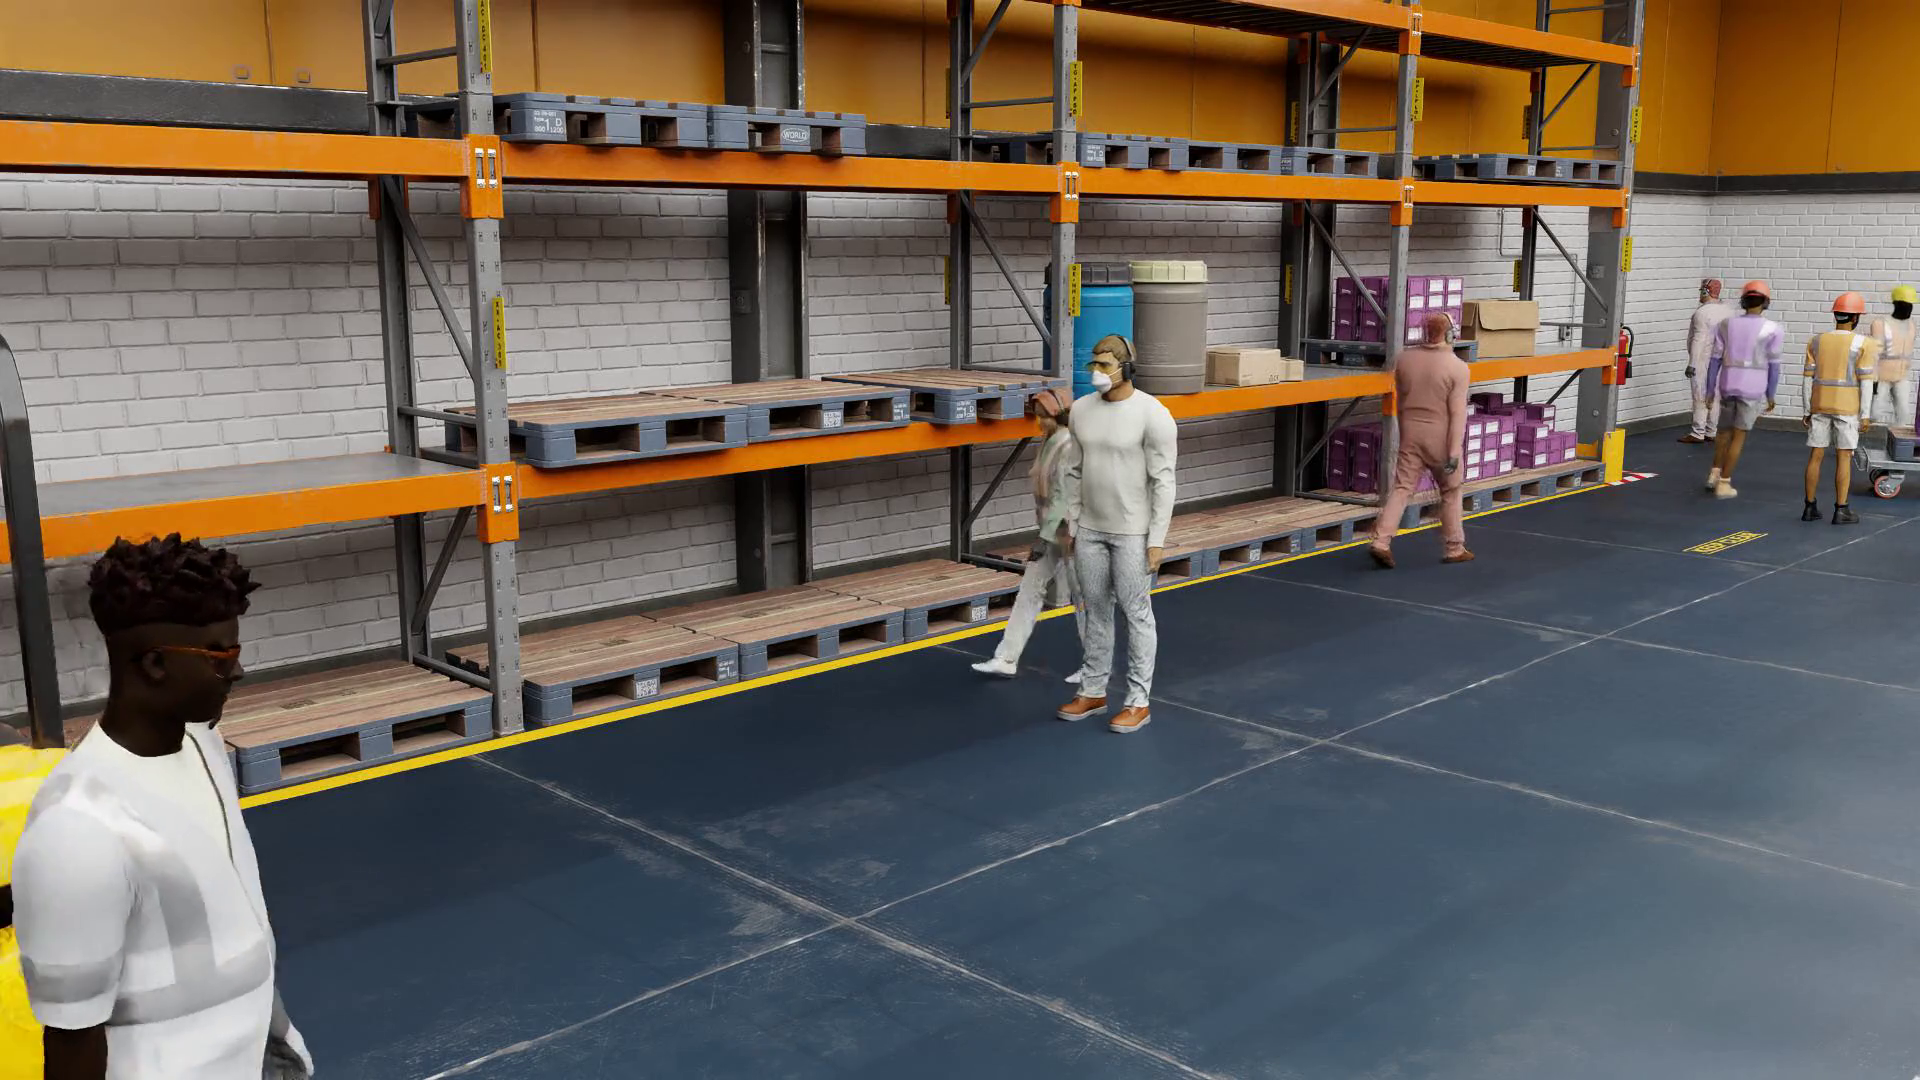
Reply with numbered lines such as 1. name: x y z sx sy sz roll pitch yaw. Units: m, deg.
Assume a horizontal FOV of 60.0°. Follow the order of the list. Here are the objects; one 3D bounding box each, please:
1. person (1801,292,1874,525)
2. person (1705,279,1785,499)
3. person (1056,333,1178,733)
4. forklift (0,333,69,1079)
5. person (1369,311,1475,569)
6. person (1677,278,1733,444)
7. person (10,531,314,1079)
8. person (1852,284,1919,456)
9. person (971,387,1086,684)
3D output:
1. person: 7.349 -1.100 13.926 0.373 1.935 0.552 -8 13 -39
2. person: 7.161 -1.366 15.178 0.553 2.003 0.608 -8 13 -37
3. person: 0.762 -0.034 8.108 0.629 1.940 0.376 10 14 43
4. forklift: -3.289 0.485 4.582 1.214 2.155 2.313 -10 14 -44
5. person: 3.373 -0.716 12.030 0.965 1.873 0.630 -9 14 -41
6. person: 8.642 -2.072 19.310 0.643 1.909 0.410 -8 13 -36
7. person: -1.459 0.934 2.902 0.895 1.927 0.591 -2 11 -11
8. person: 9.812 -1.757 17.610 0.589 1.899 0.803 -2 11 -12
9. person: 0.439 -0.003 8.839 0.800 1.603 0.516 -4 11 -20
